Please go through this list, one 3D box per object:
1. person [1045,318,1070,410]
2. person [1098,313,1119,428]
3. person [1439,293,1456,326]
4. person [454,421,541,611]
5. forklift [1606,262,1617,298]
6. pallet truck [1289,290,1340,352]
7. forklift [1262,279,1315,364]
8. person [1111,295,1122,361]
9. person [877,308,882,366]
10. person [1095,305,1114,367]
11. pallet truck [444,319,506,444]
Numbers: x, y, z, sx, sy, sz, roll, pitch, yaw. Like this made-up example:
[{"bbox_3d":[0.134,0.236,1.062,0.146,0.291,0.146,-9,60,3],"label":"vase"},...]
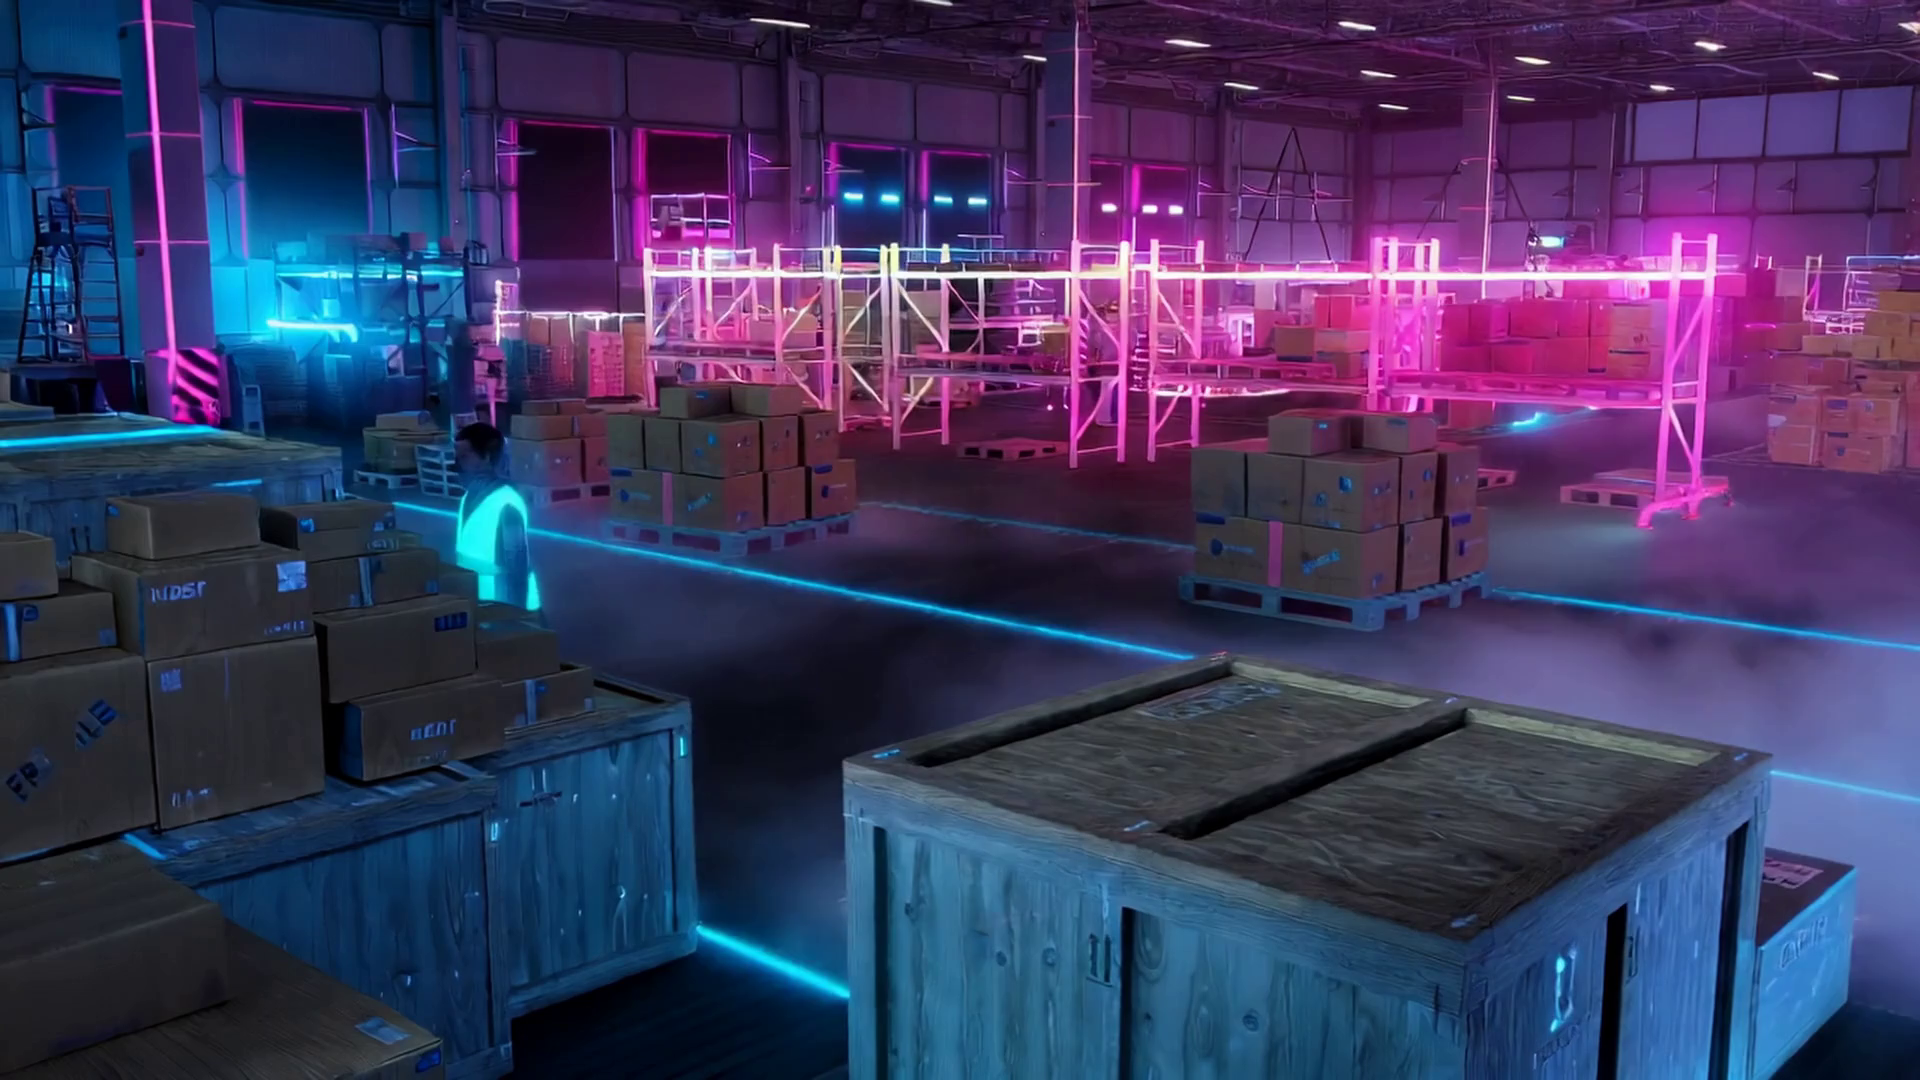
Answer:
[{"bbox_3d":[1.849,-3.325,31.429,0.485,1.739,0.319,-2,9,-12],"label":"person"},{"bbox_3d":[2.520,-2.837,27.857,0.383,1.924,0.594,-1,9,-7],"label":"person"},{"bbox_3d":[15.960,-7.070,53.940,0.946,1.888,0.653,-3,10,-19],"label":"person"},{"bbox_3d":[-2.289,0.371,8.209,0.393,1.920,0.587,-7,11,-35],"label":"person"},{"bbox_3d":[17.737,-6.208,45.610,1.873,2.768,1.129,2,10,15],"label":"forklift"},{"bbox_3d":[11.297,-6.951,52.861,1.885,1.965,0.823,-5,11,-29],"label":"pallet truck"},{"bbox_3d":[8.555,-6.090,44.881,1.873,2.768,1.129,9,13,43],"label":"forklift"},{"bbox_3d":[4.266,-5.749,45.679,0.545,1.938,0.362,0,9,-1],"label":"person"},{"bbox_3d":[-2.063,-5.359,44.235,0.313,1.632,0.522,0,9,1],"label":"person"},{"bbox_3d":[3.990,-5.532,45.149,0.716,1.664,0.538,-3,10,-18],"label":"person"},{"bbox_3d":[-6.981,-1.942,22.150,1.885,1.965,0.823,1,9,9],"label":"pallet truck"}]
